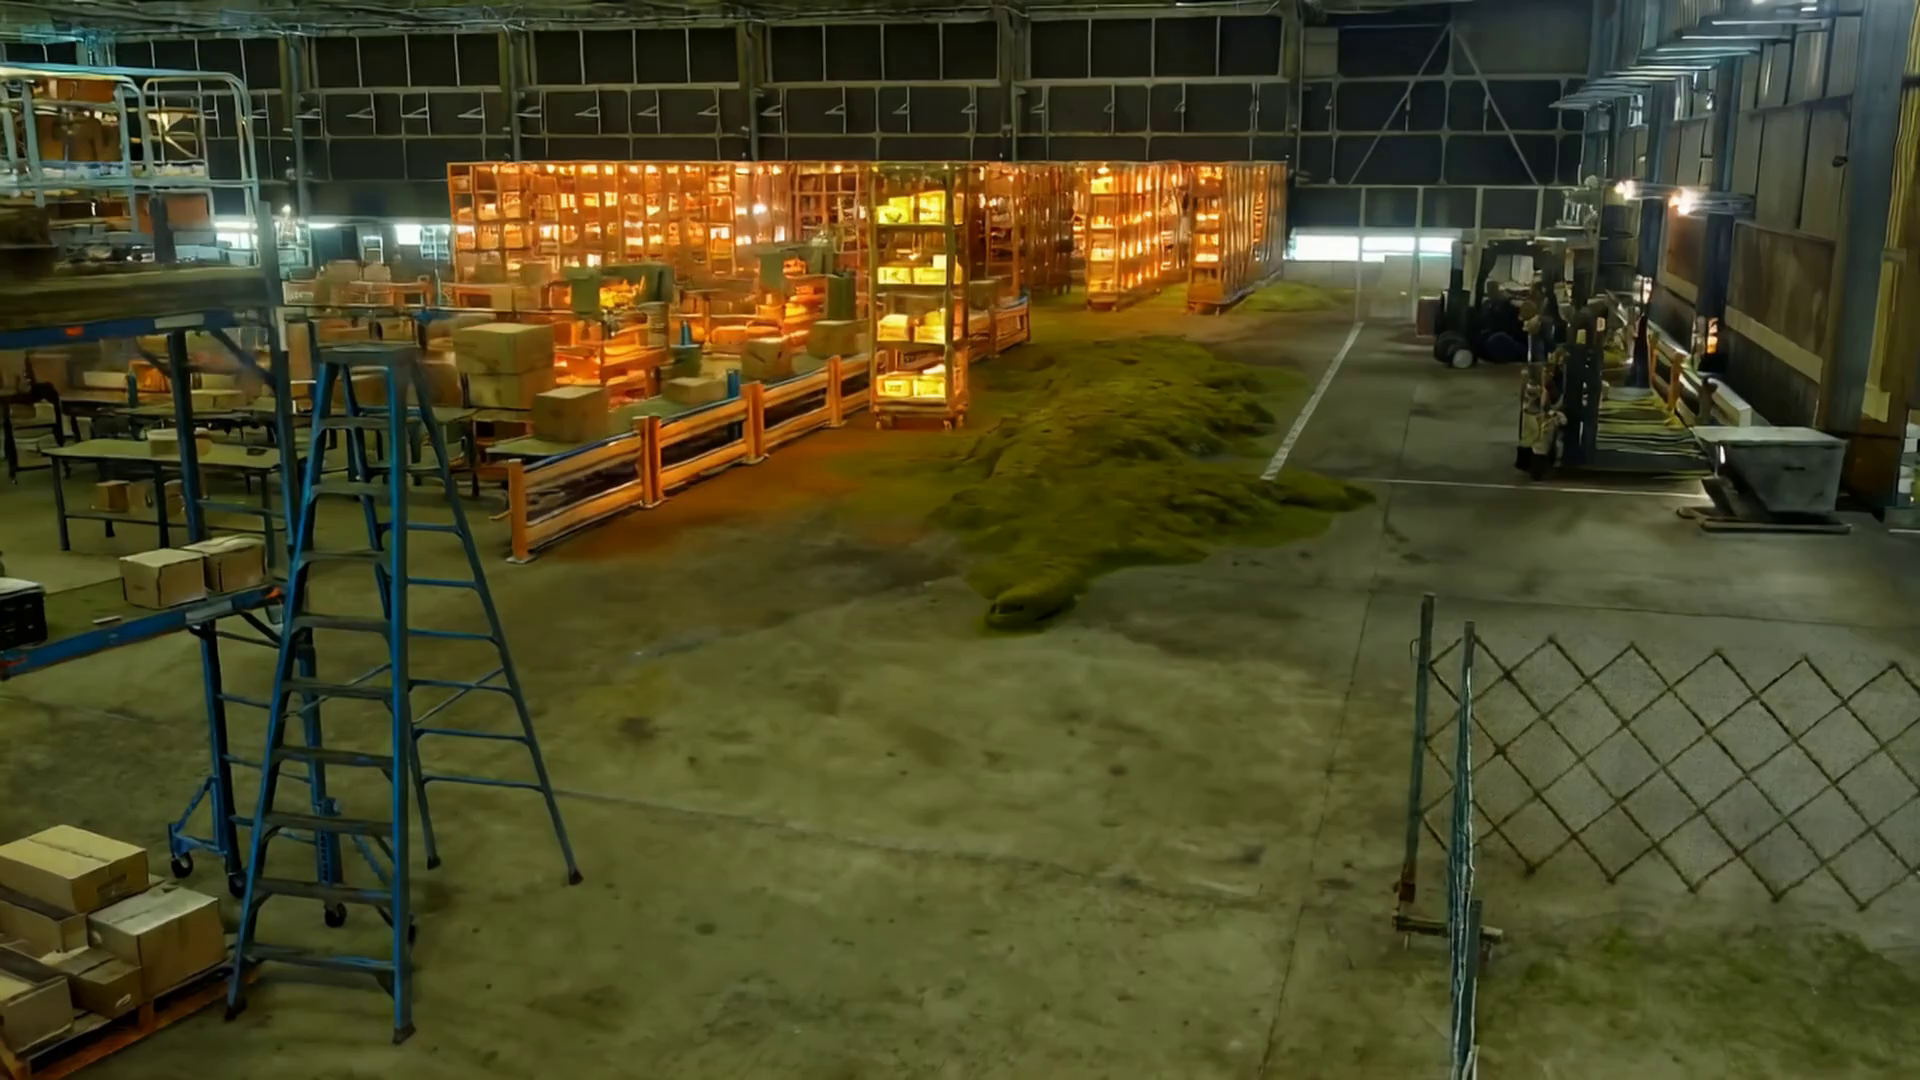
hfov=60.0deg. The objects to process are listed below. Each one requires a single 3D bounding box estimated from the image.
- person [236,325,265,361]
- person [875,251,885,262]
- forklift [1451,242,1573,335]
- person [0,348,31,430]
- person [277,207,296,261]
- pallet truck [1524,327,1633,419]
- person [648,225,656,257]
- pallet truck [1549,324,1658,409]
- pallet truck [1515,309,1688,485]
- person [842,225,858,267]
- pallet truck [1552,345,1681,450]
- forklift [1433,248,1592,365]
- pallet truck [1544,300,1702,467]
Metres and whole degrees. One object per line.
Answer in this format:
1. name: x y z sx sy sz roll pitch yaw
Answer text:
1. person: -10.185 -2.701 23.840 0.538 2.020 0.614 -2 13 -6
2. person: -2.600 -8.670 50.056 0.759 1.804 0.627 5 14 21
3. forklift: 10.464 -4.597 31.405 2.680 1.987 1.157 4 14 16
4. person: -13.212 -2.462 23.131 0.665 1.853 0.991 5 14 20
5. person: -24.506 -11.129 60.468 0.647 1.899 0.991 -9 16 -34
6. pallet truck: 9.065 -2.460 24.370 1.522 1.261 0.704 3 13 14
7. person: -9.226 -8.844 50.471 0.934 1.955 0.608 0 13 -1
8. pallet truck: 9.824 -2.669 25.407 1.601 1.201 0.680 4 14 16
9. pallet truck: 7.554 -1.677 19.446 1.885 1.965 0.823 3 13 14
10. person: -3.330 -8.757 50.461 0.958 1.794 0.576 5 14 19
11. pallet truck: 8.641 -1.896 21.908 1.630 1.274 0.653 4 14 16
12. forklift: 9.780 -4.111 29.280 2.680 1.987 1.157 3 13 14
13. pallet truck: 8.263 -1.952 20.631 1.885 1.965 0.823 5 14 20
